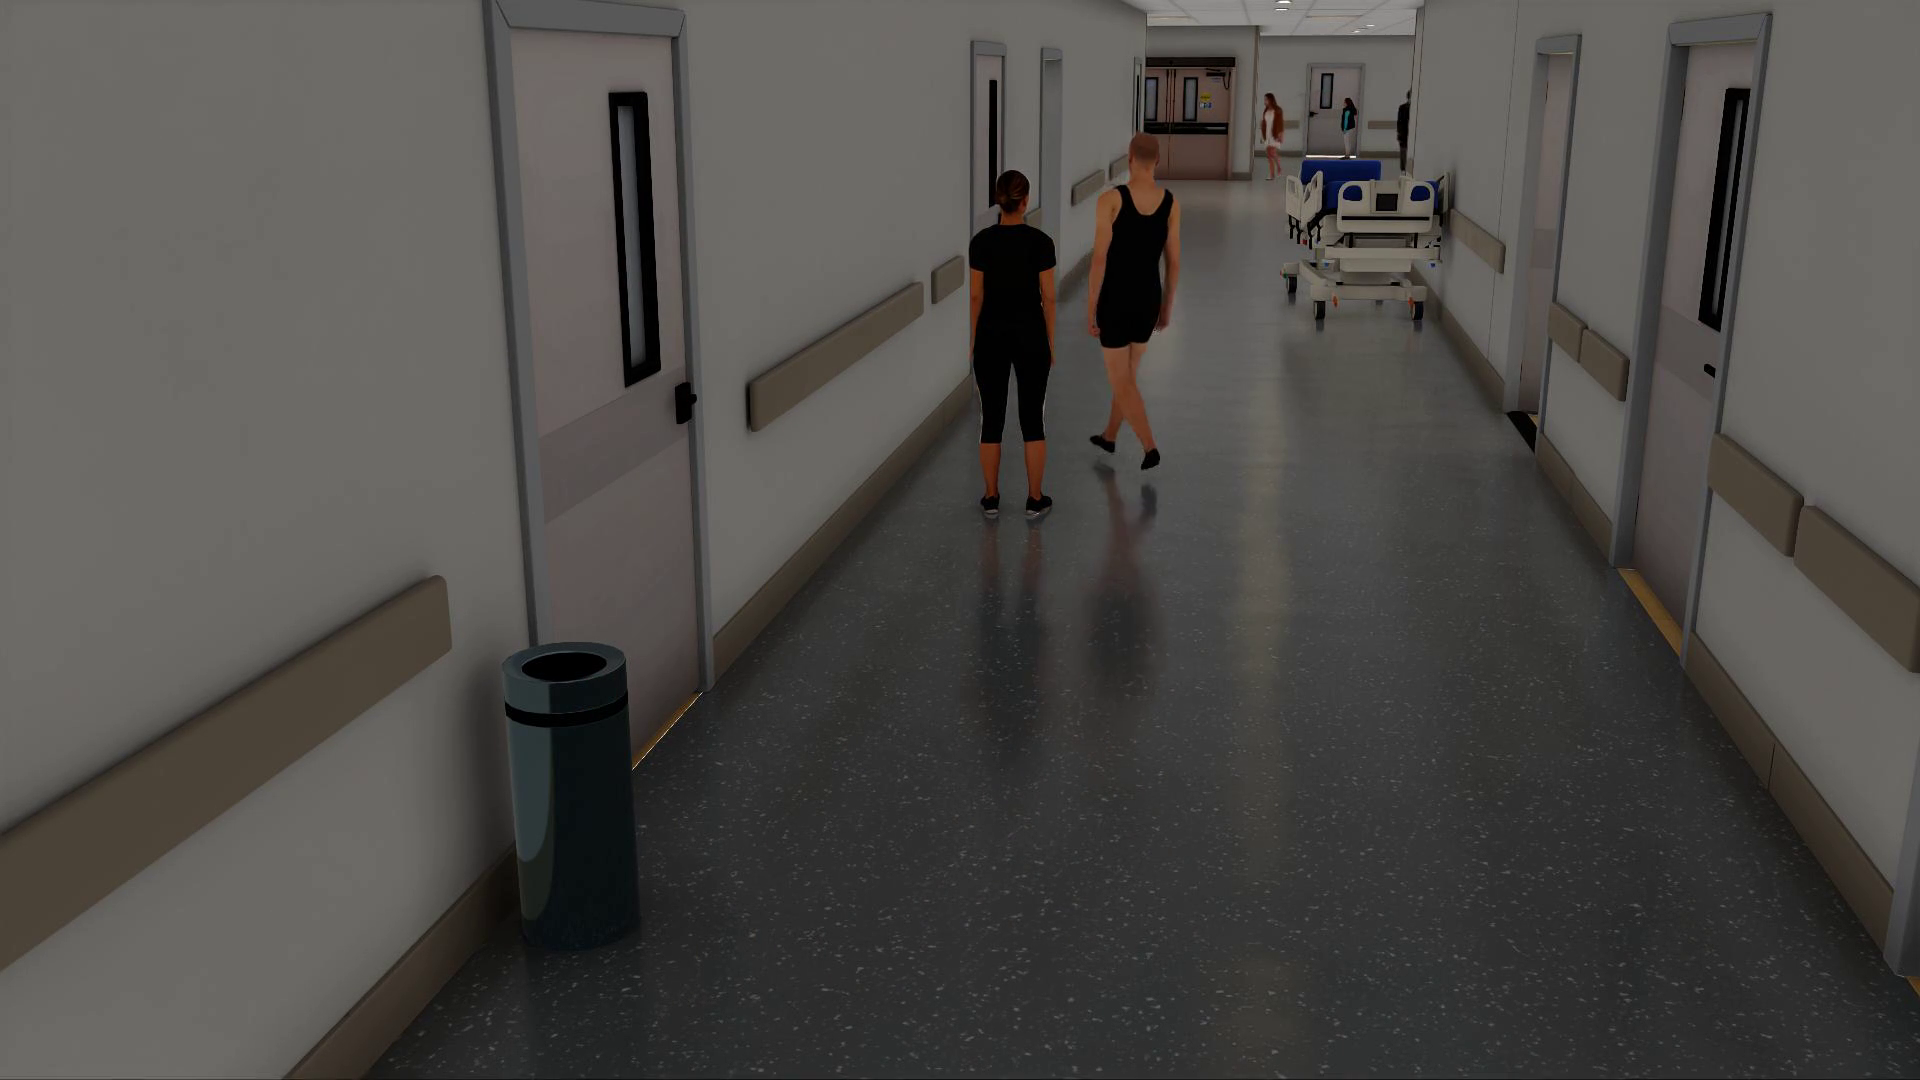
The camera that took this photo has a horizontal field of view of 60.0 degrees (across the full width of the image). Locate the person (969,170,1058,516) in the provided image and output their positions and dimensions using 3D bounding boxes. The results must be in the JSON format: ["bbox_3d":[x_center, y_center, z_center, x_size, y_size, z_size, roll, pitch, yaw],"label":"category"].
[{"bbox_3d":[0.253,-0.965,8.143,0.427,1.669,0.633,2,16,8],"label":"person"}]

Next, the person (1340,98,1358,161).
[{"bbox_3d":[9.549,-10.121,40.936,0.610,1.498,0.593,5,17,18],"label":"person"}]

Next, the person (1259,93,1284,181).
[{"bbox_3d":[6.274,-8.037,33.181,0.773,1.694,0.838,13,20,38],"label":"person"}]

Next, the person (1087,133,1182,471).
[{"bbox_3d":[0.888,-1.238,8.935,1.169,1.766,1.107,-5,17,-19],"label":"person"}]
